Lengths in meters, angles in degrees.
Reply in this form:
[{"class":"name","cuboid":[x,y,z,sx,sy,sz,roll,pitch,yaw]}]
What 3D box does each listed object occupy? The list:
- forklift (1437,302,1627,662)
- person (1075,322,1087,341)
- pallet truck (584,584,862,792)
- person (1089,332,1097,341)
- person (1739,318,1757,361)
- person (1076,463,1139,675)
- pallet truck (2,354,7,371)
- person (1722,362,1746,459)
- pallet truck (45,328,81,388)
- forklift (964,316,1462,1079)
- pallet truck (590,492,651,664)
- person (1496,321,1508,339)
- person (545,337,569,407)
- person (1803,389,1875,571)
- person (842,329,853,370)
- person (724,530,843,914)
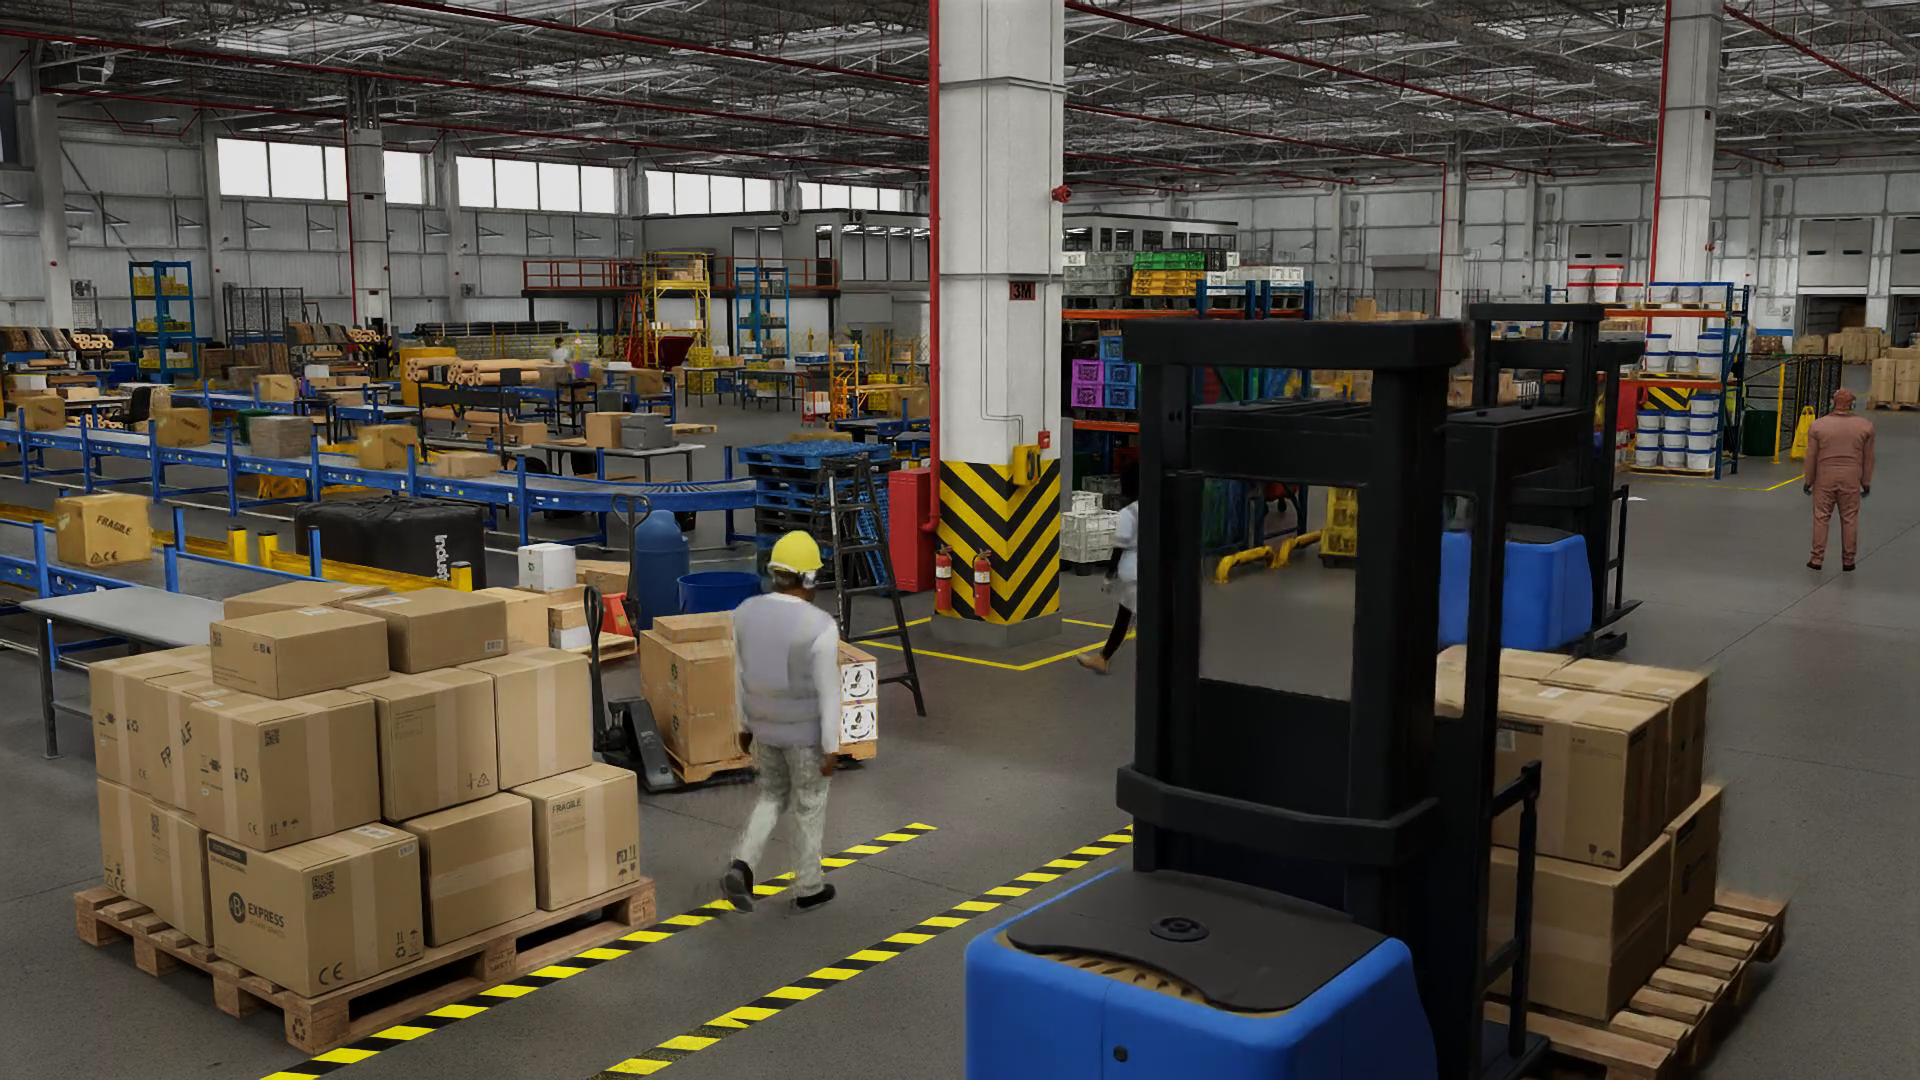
[{"class":"forklift","cuboid":[4.379,-0.438,12.852,1.129,2.768,1.873,7,11,37]},{"class":"person","cuboid":[4.233,-7.042,60.732,0.812,1.883,0.604,0,8,1]},{"class":"pallet truck","cuboid":[-1.426,0.805,10.019,1.601,1.201,0.680,-4,9,-26]},{"class":"person","cuboid":[3.564,-4.795,45.706,0.863,1.856,0.579,8,11,42]},{"class":"person","cuboid":[33.835,-8.625,71.407,0.698,1.885,0.733,3,9,17]},{"class":"person","cuboid":[1.241,0.252,12.294,0.859,1.643,0.554,5,10,29]},{"class":"pallet truck","cuboid":[-24.881,-4.417,42.634,1.885,1.965,0.823,8,11,41]},{"class":"person","cuboid":[13.590,-2.273,29.182,0.318,1.700,0.535,-1,9,-10]},{"class":"pallet truck","cuboid":[-23.775,-4.544,43.495,1.885,1.965,0.823,6,10,35]},{"class":"forklift","cuboid":[0.942,0.724,5.016,1.129,2.768,1.873,7,11,37]},{"class":"pallet truck","cuboid":[-3.115,0.344,12.883,0.653,1.274,1.630,7,11,37]},{"class":"person","cuboid":[25.822,-9.852,79.380,0.627,1.965,0.719,-2,9,-15]},{"class":"person","cuboid":[-10.245,-4.278,42.396,0.521,1.820,0.914,1,9,8]},{"class":"person","cuboid":[9.178,-0.628,17.396,0.651,1.907,0.409,3,9,20]},{"class":"person","cuboid":[-3.695,-6.073,54.711,0.898,1.726,0.523,3,9,19]},{"class":"person","cuboid":[-0.802,0.863,7.635,0.609,1.819,0.564,5,10,31]}]
